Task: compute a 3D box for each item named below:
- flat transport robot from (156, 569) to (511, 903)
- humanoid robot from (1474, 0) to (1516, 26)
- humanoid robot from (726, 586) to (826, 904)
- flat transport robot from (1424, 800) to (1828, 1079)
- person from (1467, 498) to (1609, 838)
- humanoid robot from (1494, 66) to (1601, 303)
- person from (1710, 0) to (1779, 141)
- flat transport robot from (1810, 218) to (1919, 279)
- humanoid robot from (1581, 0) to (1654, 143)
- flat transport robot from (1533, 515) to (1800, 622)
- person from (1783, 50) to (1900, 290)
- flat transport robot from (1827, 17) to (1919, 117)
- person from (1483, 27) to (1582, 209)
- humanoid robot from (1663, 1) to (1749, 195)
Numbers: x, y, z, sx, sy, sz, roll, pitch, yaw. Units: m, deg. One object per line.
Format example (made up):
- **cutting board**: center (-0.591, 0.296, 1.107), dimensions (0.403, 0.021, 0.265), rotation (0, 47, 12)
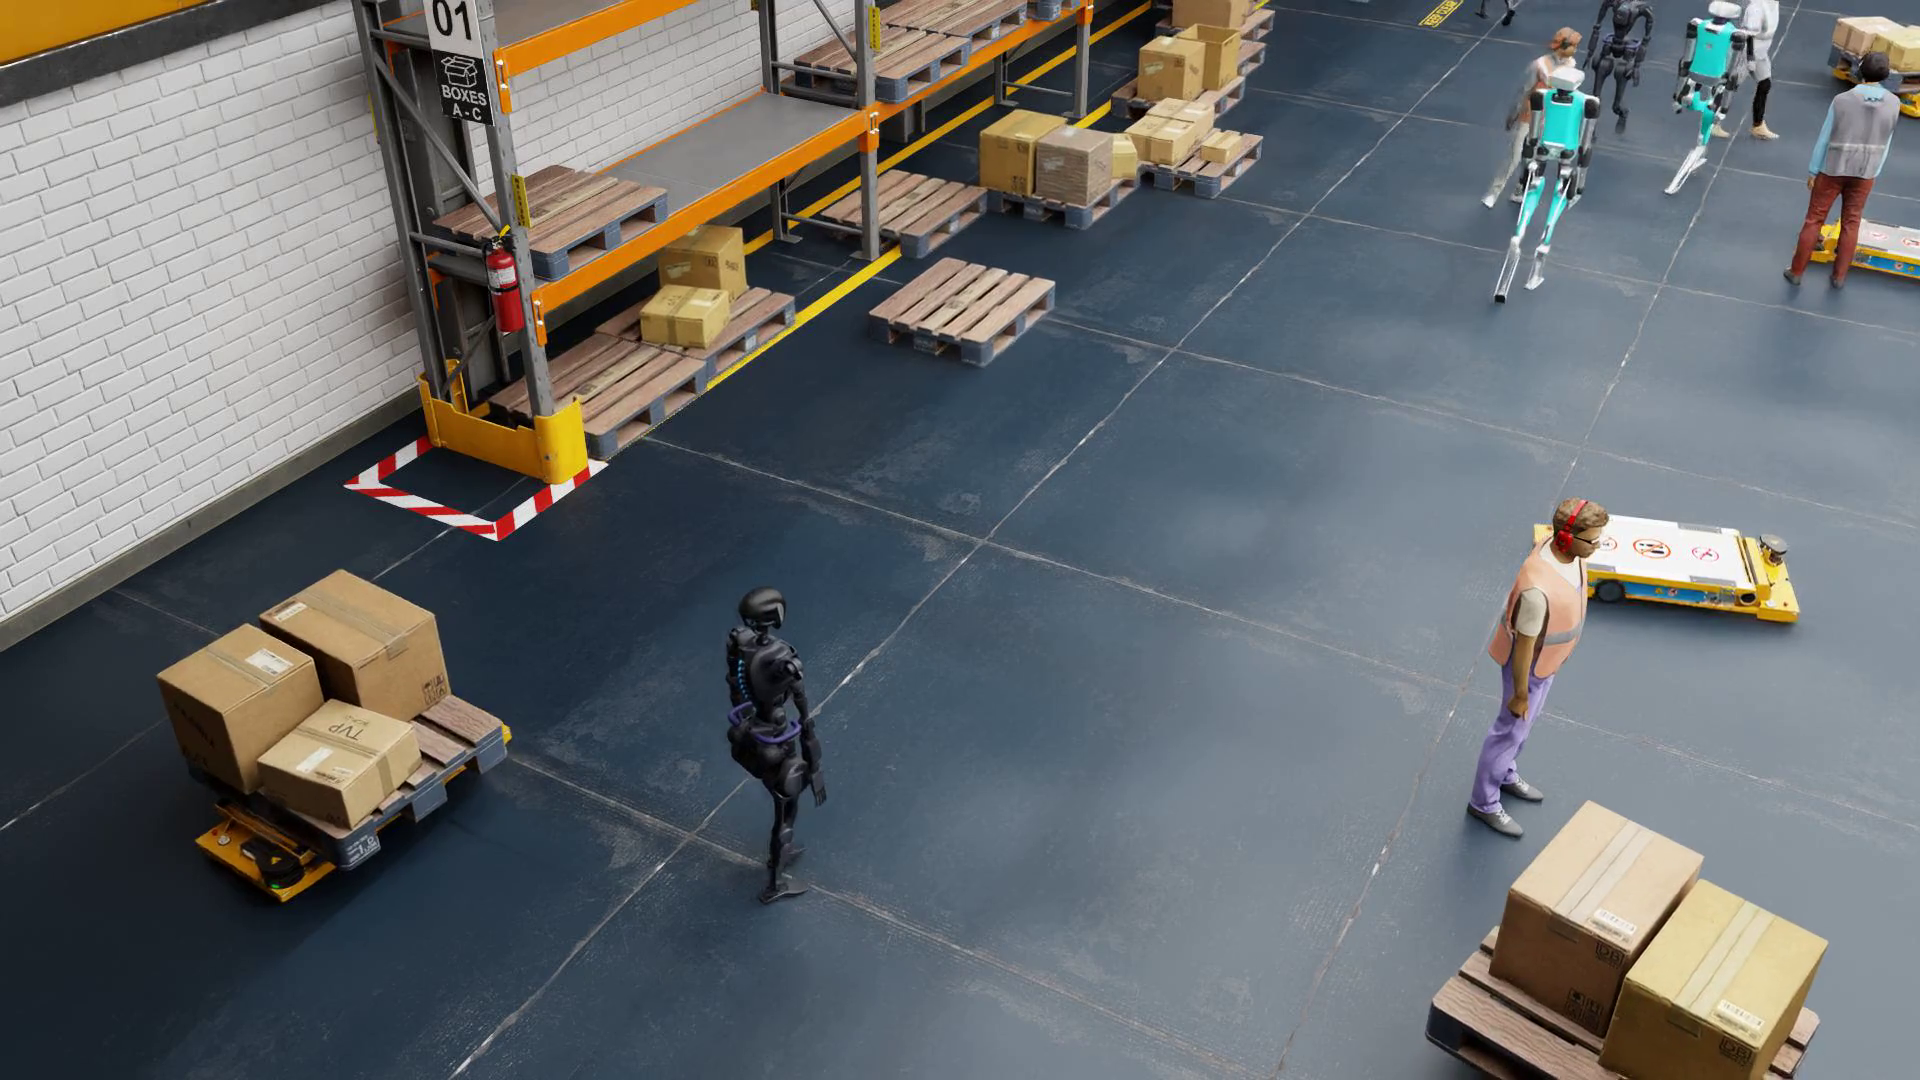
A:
- **flat transport robot**: center (-3.014, 1.204, 8.327), dimensions (0.659, 0.231, 1.431), rotation (20, 39, 28)
- **humanoid robot**: center (6.278, -6.804, 19.192), dimensions (0.610, 1.631, 0.681), rotation (-4, 34, -6)
- **humanoid robot**: center (-0.821, 0.912, 7.492), dimensions (0.595, 1.641, 0.465), rotation (28, 42, 35)
- **flat transport robot**: center (2.671, 2.165, 6.872), dimensions (0.659, 0.231, 1.431), rotation (27, 42, 34)
- **person**: center (2.694, 0.578, 7.854), dimensions (0.376, 1.840, 0.562), rotation (20, 38, 27)
- **humanoid robot**: center (4.479, -2.668, 12.922), dimensions (0.561, 1.848, 0.842), rotation (22, 40, 30)
- **person**: center (7.634, -4.601, 15.840), dimensions (0.546, 1.670, 0.770), rotation (-27, 42, -34)
- **flat transport robot**: center (7.771, -2.361, 13.719), dimensions (1.431, 0.231, 0.659), rotation (20, 38, 27)
- **humanoid robot**: center (6.283, -4.622, 15.866), dimensions (0.588, 1.639, 0.571), rotation (25, 41, 33)
- **flat transport robot**: center (4.192, 0.147, 9.926), dimensions (1.431, 0.231, 0.659), rotation (7, 34, 11)
- **person**: center (6.956, -2.881, 13.060), dimensions (0.534, 1.870, 0.417), rotation (7, 34, 11)
- **flat transport robot**: center (9.807, -4.710, 17.275), dimensions (0.659, 0.231, 1.431), rotation (-5, 34, -7)
- **person**: center (4.988, -3.645, 14.444), dimensions (0.621, 1.605, 0.393), rotation (-14, 36, -20)
- **humanoid robot**: center (6.748, -3.981, 14.885), dimensions (1.019, 1.758, 0.541), rotation (-27, 42, -34)
